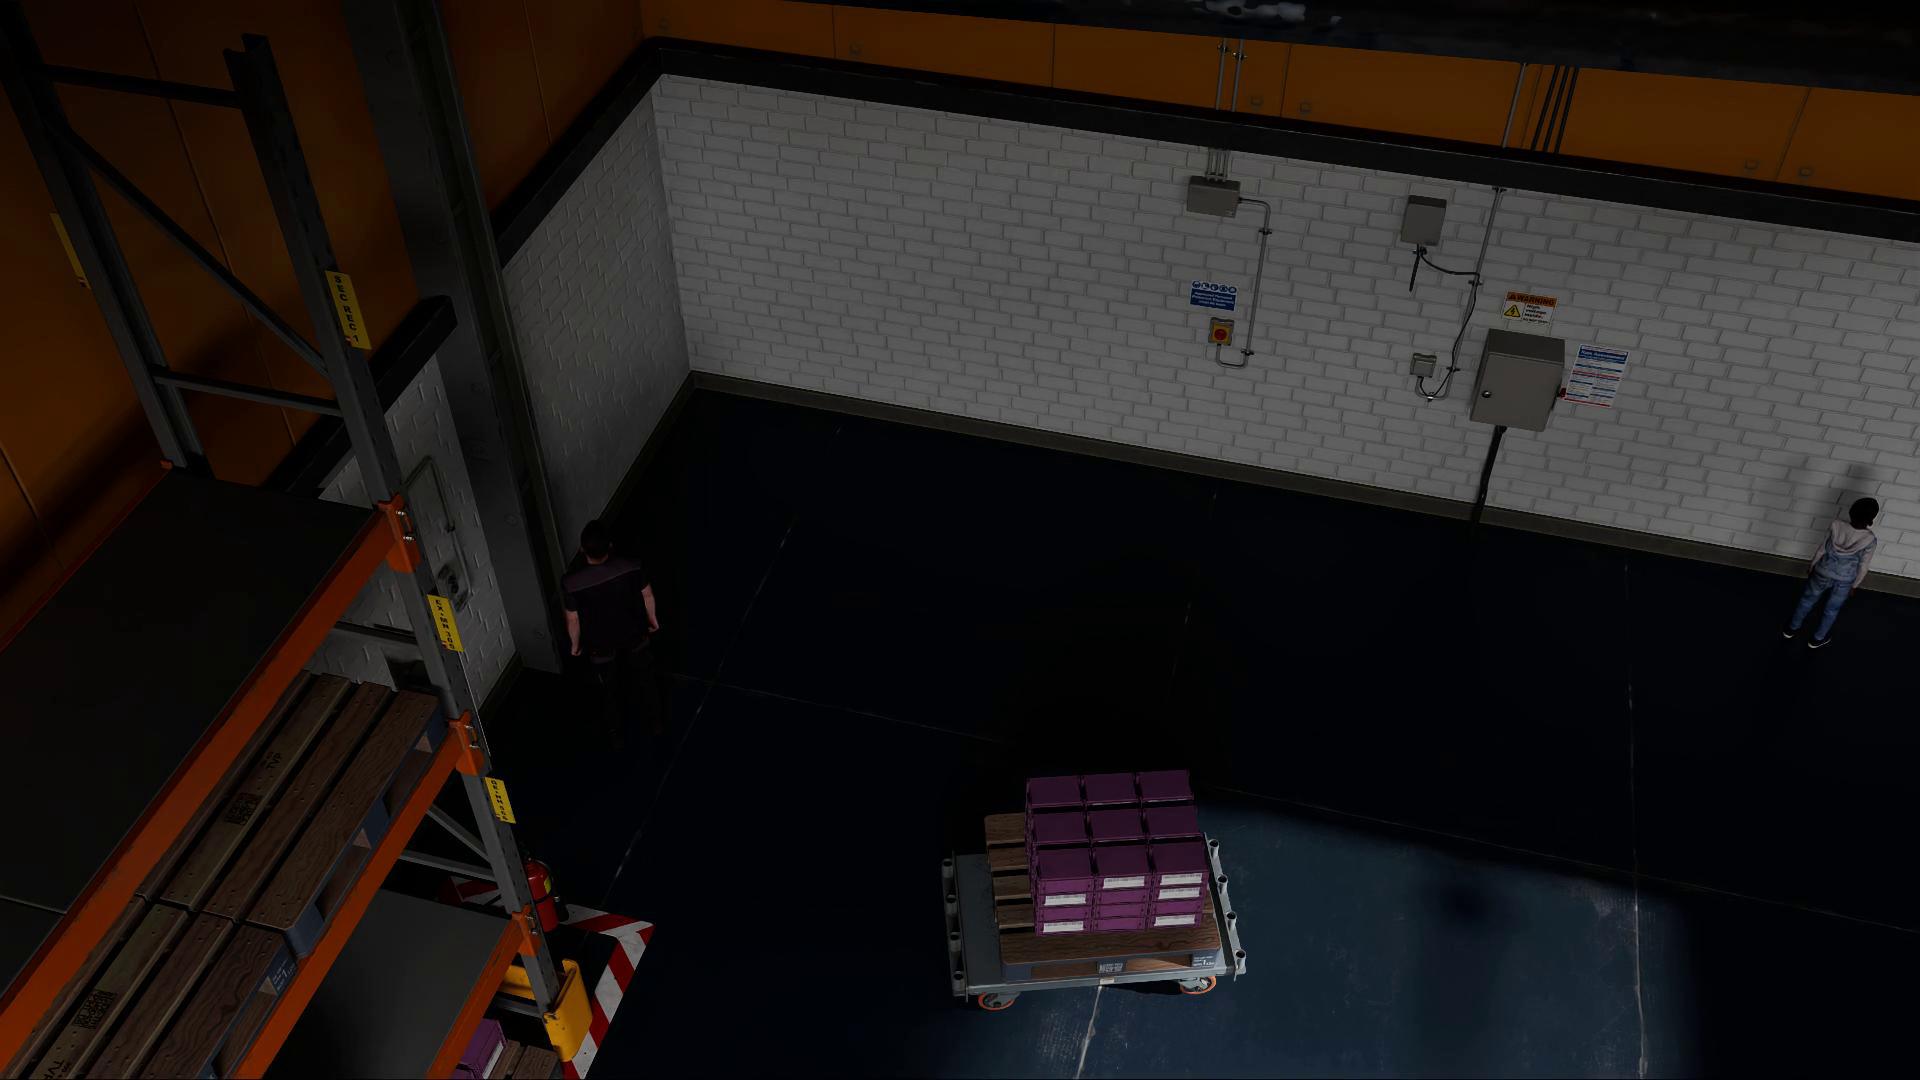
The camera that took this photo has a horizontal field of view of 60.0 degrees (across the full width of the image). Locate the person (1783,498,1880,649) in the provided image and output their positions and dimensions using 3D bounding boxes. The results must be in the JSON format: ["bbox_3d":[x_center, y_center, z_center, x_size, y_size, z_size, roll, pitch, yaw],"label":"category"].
[{"bbox_3d":[5.857,0.206,11.139,0.554,1.260,0.587,31,52,28],"label":"person"}]

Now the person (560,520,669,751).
[{"bbox_3d":[-2.141,0.586,10.317,0.807,1.846,0.837,-17,46,-18],"label":"person"}]
